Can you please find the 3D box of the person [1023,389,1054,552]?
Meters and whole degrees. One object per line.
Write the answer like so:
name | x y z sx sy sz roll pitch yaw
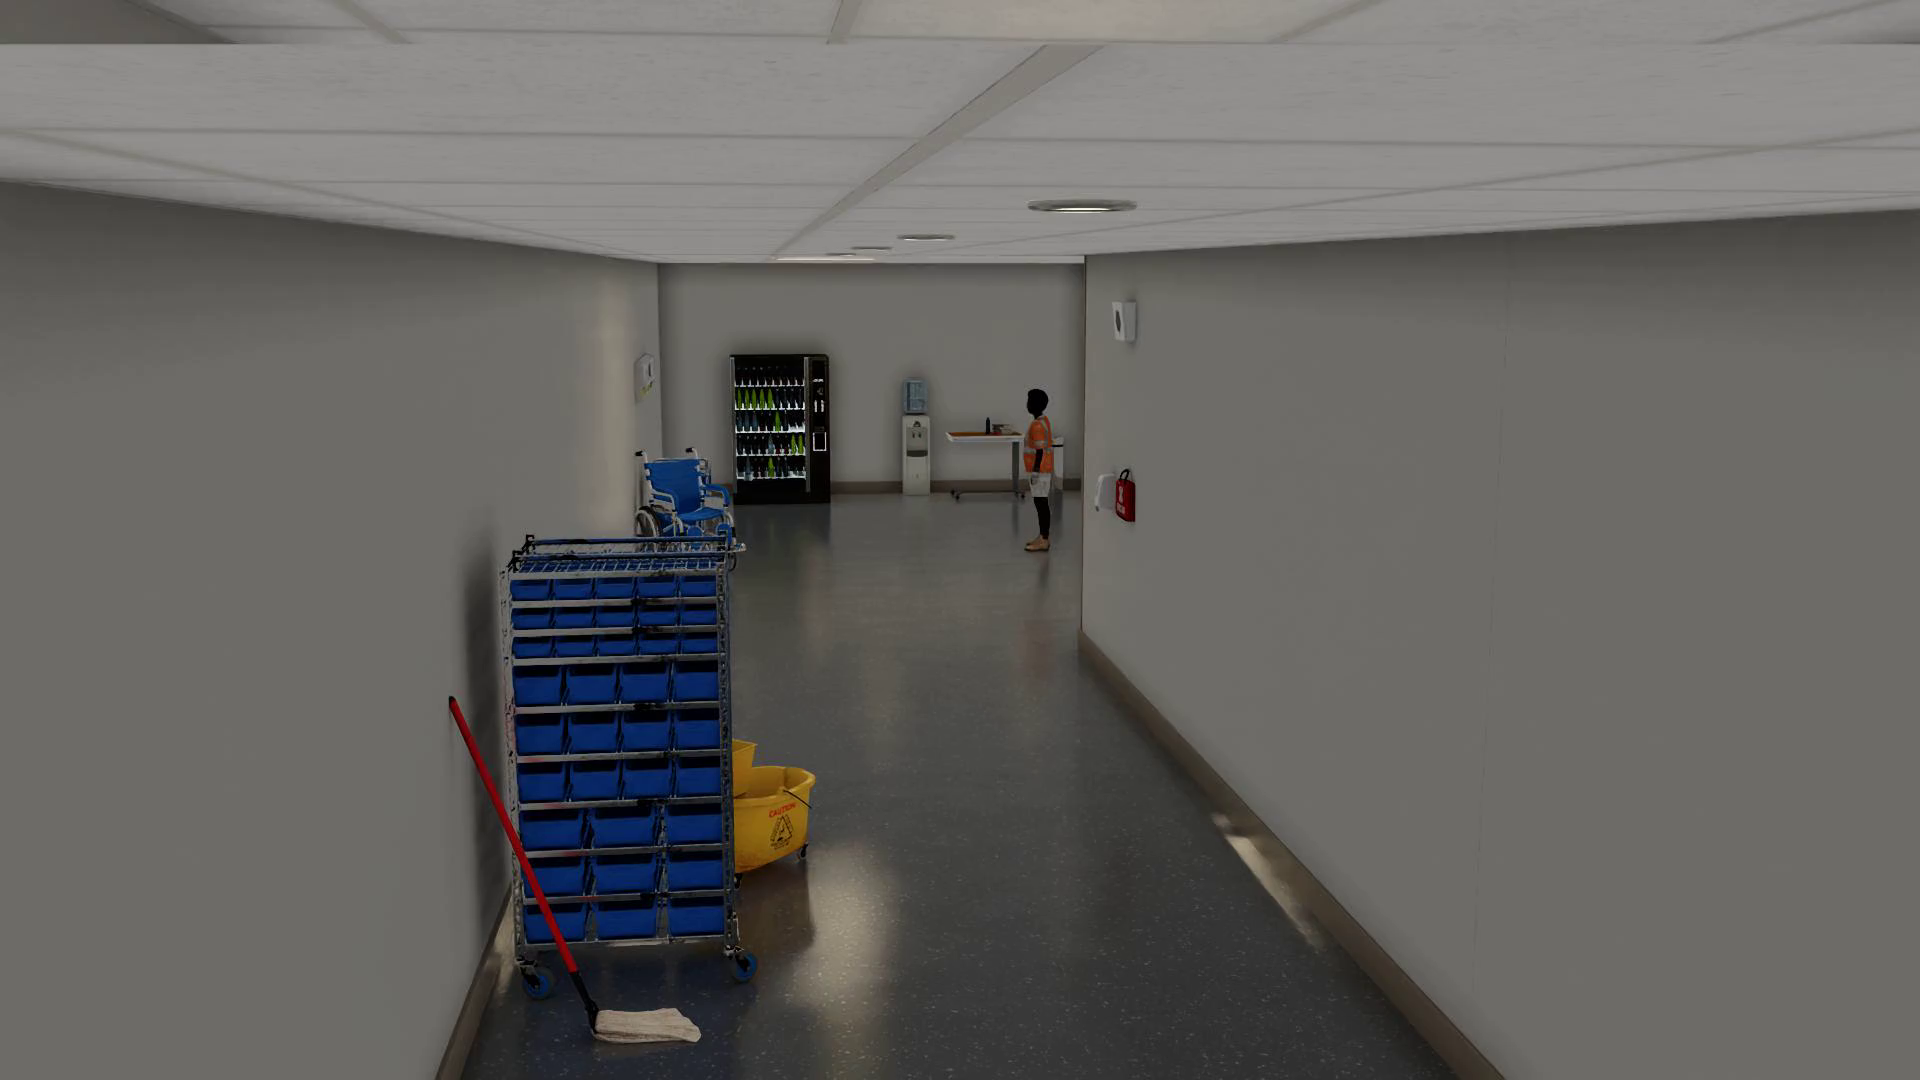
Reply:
person | 0.814 -0.728 17.332 0.317 1.695 0.540 1 9 8
